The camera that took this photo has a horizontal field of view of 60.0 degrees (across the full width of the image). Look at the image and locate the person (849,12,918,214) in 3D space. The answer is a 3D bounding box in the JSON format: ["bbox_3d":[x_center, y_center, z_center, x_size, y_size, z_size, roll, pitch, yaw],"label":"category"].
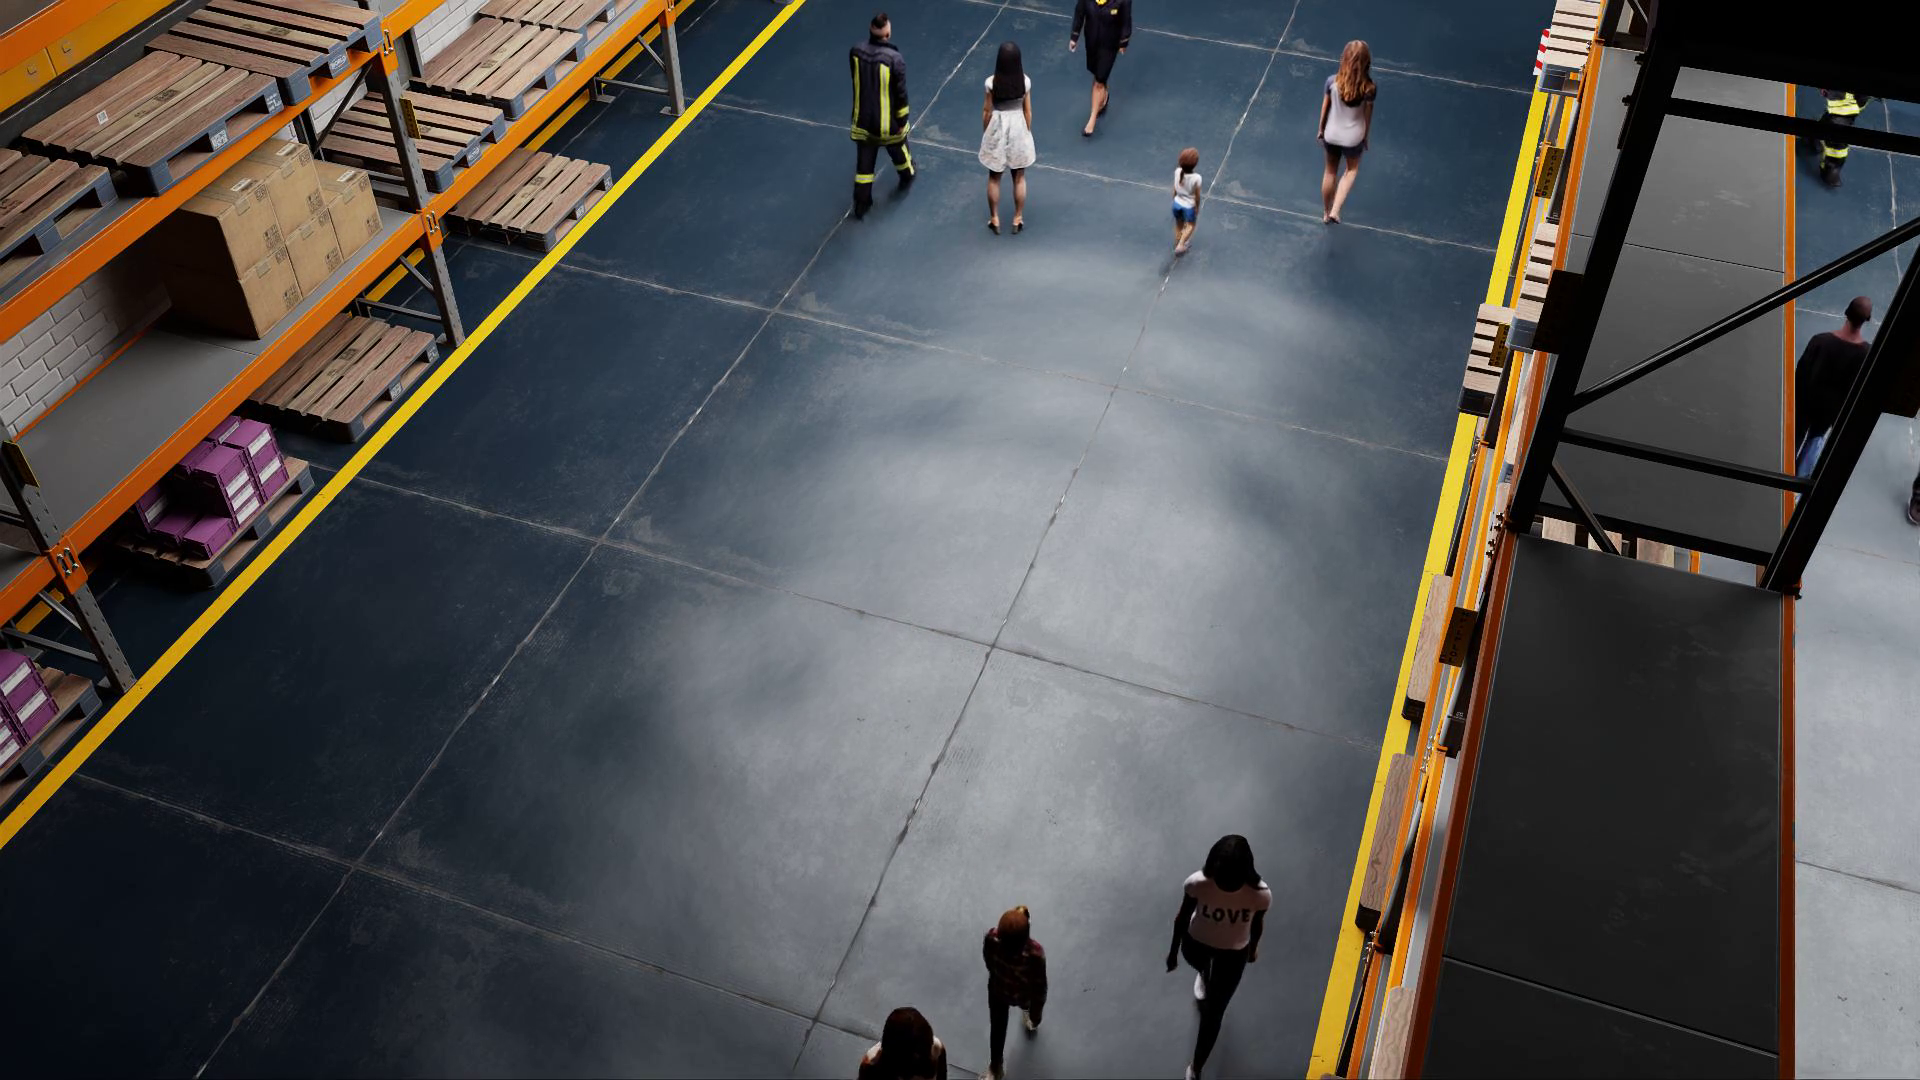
[{"bbox_3d":[-0.755,-3.727,14.603,0.739,1.819,1.109,15,46,15],"label":"person"}]

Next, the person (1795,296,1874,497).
[{"bbox_3d":[6.036,-0.920,11.717,0.593,1.736,0.551,15,46,15],"label":"person"}]

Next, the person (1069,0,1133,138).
[{"bbox_3d":[1.365,-4.733,15.799,0.780,1.626,1.095,20,47,20],"label":"person"}]

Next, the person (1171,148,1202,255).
[{"bbox_3d":[1.918,-2.891,14.307,0.479,1.017,0.489,29,51,27],"label":"person"}]

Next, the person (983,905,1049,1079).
[{"bbox_3d":[0.316,2.264,8.712,0.523,1.271,0.892,13,45,14],"label":"person"}]

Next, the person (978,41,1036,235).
[{"bbox_3d":[0.410,-3.461,14.359,0.755,1.770,0.765,-2,44,-2],"label":"person"}]

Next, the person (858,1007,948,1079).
[{"bbox_3d":[-0.312,2.659,7.937,0.742,1.768,0.793,-10,44,-10],"label":"person"}]

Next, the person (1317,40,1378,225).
[{"bbox_3d":[3.308,-3.448,14.382,0.620,1.721,0.694,16,46,16],"label":"person"}]

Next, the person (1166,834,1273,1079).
[{"bbox_3d":[1.322,2.042,8.614,0.680,1.728,1.151,10,45,11],"label":"person"}]
